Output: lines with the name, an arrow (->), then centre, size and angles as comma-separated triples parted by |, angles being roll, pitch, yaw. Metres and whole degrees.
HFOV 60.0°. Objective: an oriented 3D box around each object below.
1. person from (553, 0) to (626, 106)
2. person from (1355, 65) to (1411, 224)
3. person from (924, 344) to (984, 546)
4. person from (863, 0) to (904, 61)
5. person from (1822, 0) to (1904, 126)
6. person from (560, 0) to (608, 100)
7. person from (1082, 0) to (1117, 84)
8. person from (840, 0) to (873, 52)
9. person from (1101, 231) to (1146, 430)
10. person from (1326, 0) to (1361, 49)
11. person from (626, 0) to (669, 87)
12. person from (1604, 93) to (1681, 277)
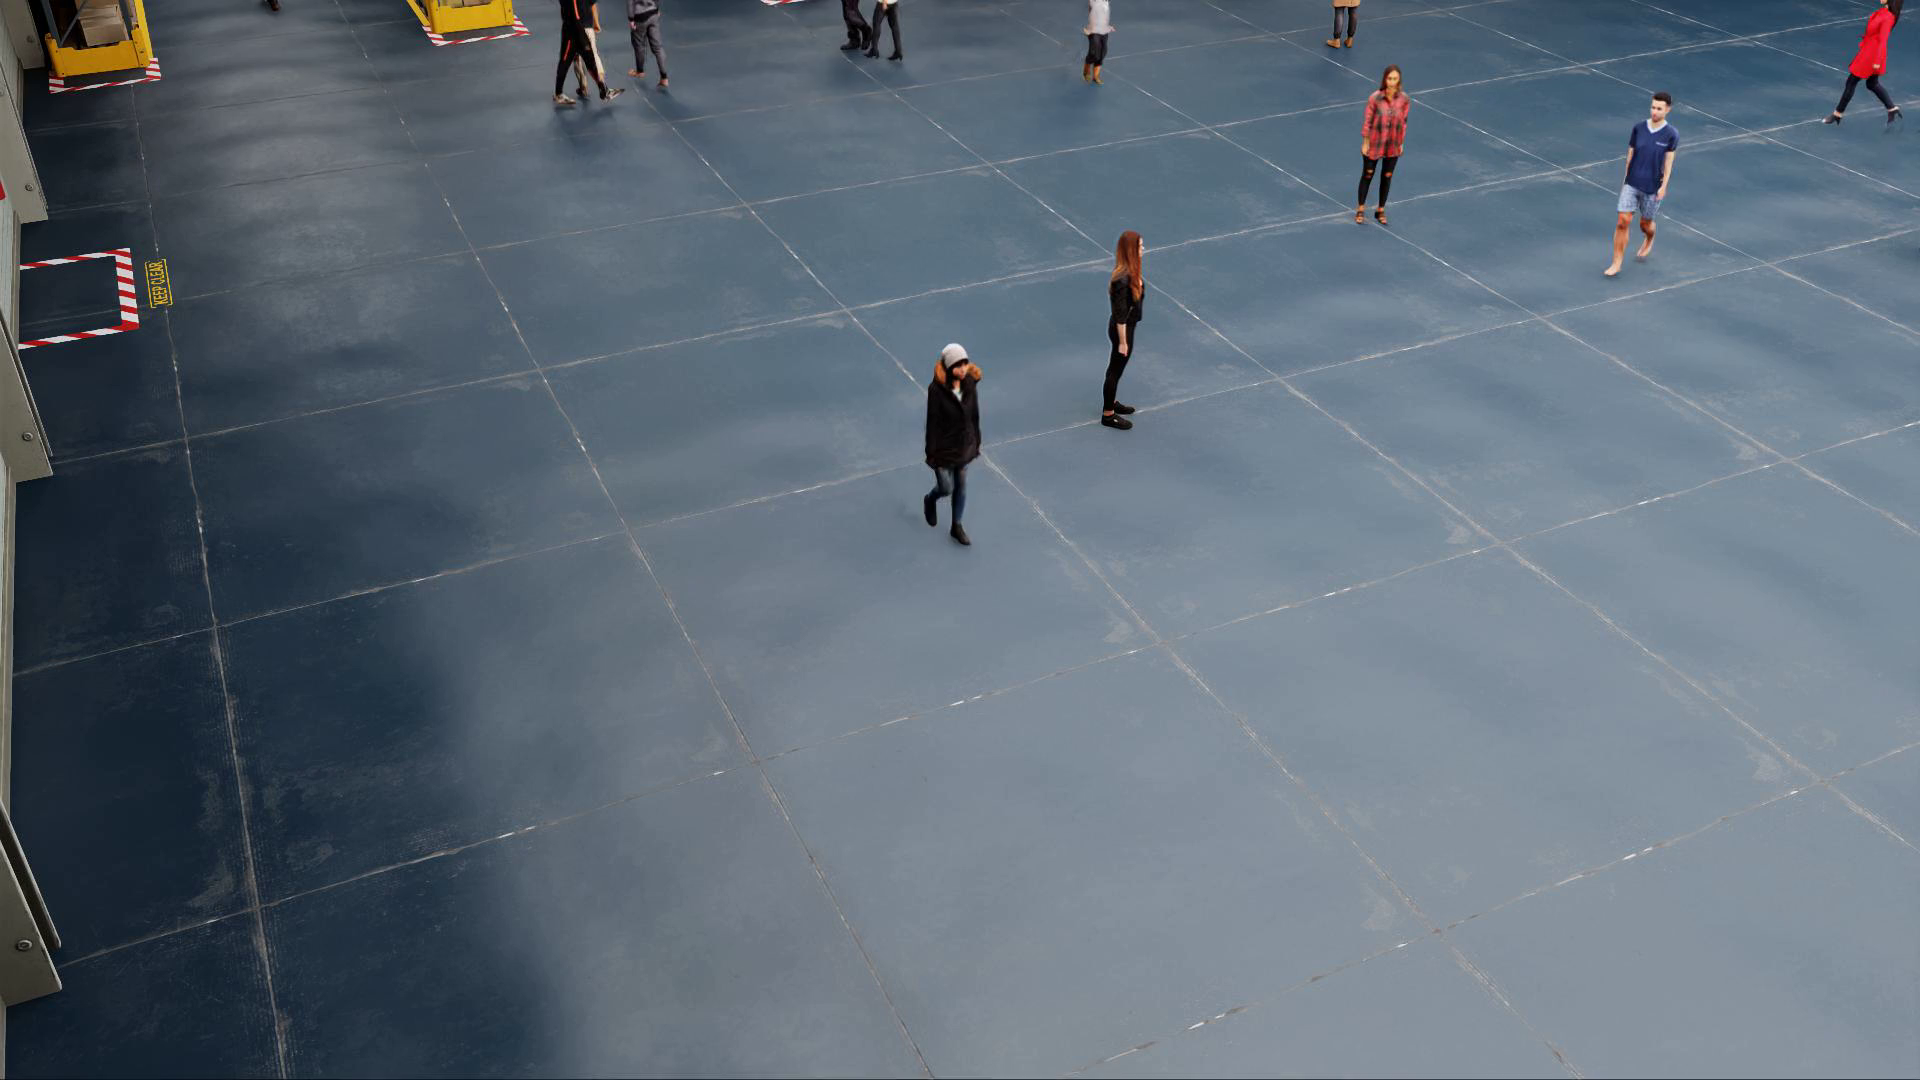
person -> -4.918, -6.295, 20.808 | 0.976, 1.753, 1.171 | -2, 33, -3
person -> 4.479, -4.188, 17.615 | 0.702, 1.702, 0.706 | 1, 33, 2
person -> -0.098, -0.735, 12.373 | 0.685, 1.628, 0.762 | -19, 37, -26
person -> -0.912, -7.256, 22.464 | 0.910, 1.557, 0.835 | 11, 35, 17
person -> 11.104, -5.792, 20.071 | 1.148, 1.713, 1.044 | 14, 36, 21
person -> -4.738, -6.427, 20.929 | 0.728, 1.841, 1.027 | -20, 38, -27
person -> 1.771, -6.737, 21.768 | 0.595, 1.447, 0.633 | -18, 37, -25
person -> -1.434, -7.654, 22.854 | 0.892, 1.801, 0.797 | -27, 42, -35
person -> 1.347, -1.776, 13.899 | 0.754, 1.710, 0.659 | 6, 33, 9
person -> 5.369, -7.694, 22.985 | 0.697, 1.726, 0.688 | -7, 34, -10
person -> -4.011, -6.718, 21.421 | 0.969, 1.794, 1.232 | -28, 42, -36
person -> 6.833, -3.551, 16.523 | 1.087, 1.824, 0.957 | 26, 41, 34
